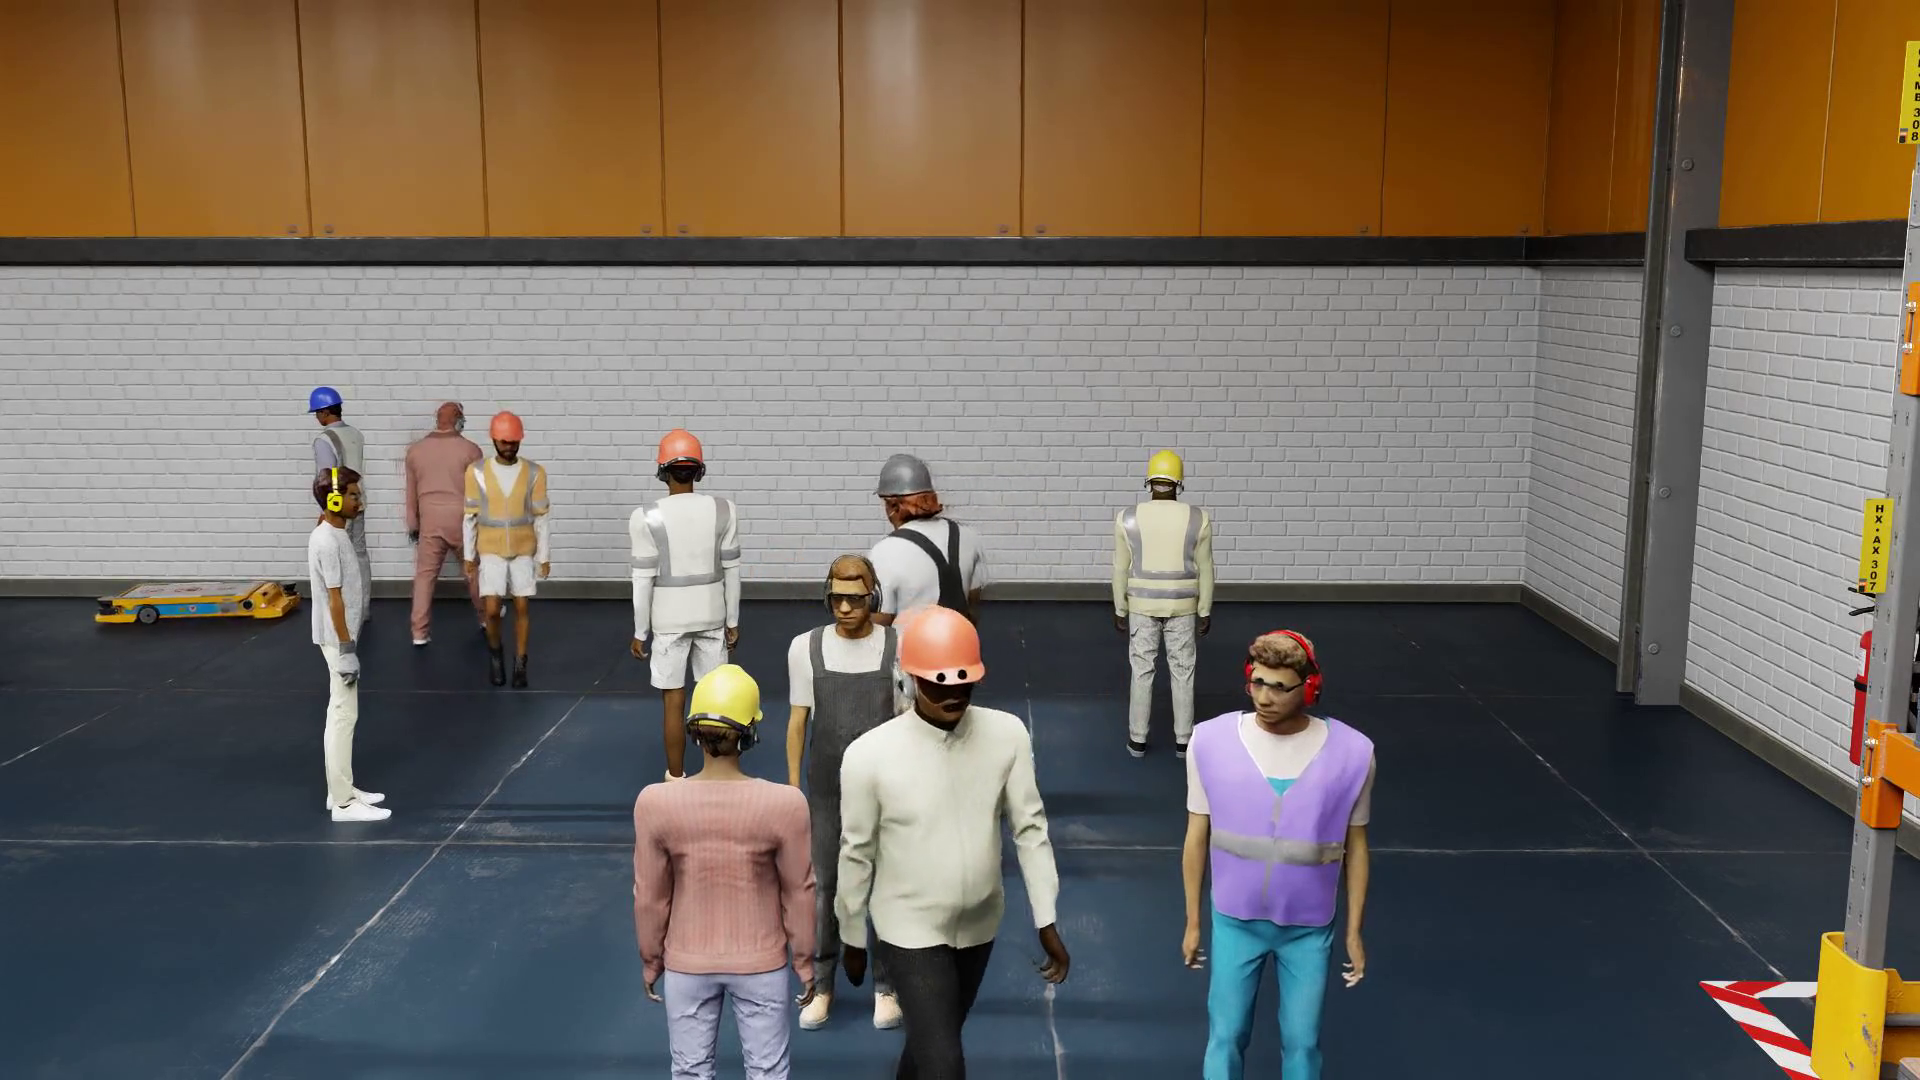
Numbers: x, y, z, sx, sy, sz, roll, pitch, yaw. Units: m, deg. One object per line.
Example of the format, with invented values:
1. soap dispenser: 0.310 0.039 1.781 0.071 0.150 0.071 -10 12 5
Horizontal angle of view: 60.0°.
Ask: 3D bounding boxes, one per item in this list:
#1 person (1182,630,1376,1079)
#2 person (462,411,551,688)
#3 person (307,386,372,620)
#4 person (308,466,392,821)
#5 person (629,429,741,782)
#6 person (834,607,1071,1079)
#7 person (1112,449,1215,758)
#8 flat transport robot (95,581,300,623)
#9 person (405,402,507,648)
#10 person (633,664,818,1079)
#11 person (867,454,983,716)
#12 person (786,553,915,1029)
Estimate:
1. person: 0.966 1.173 5.093 0.577 1.853 0.392 2 10 10
2. person: -3.090 0.076 11.347 0.597 1.926 0.470 -3 10 -17
3. person: -4.990 -0.264 13.364 0.414 1.938 0.605 1 10 8
4. person: -3.226 0.542 8.739 0.328 1.871 0.510 -4 10 -24
5. person: -1.470 0.427 8.901 0.605 2.045 0.379 -5 11 -27
6. person: -0.043 1.139 4.968 0.611 1.938 1.050 -6 11 -30
7. person: 1.198 0.381 9.815 0.599 1.832 0.404 1 10 7
8. flat transport robot: -6.286 0.502 13.757 1.431 0.197 0.652 -2 10 -9
9. person: -3.930 -0.141 12.923 0.693 1.840 1.044 1 10 8
10. person: -0.680 1.236 4.892 0.533 1.767 0.324 0 9 1
11. person: -0.239 0.582 7.988 0.536 2.000 0.712 8 12 38
12. person: -0.404 0.955 6.340 0.515 1.843 0.326 0 9 0
